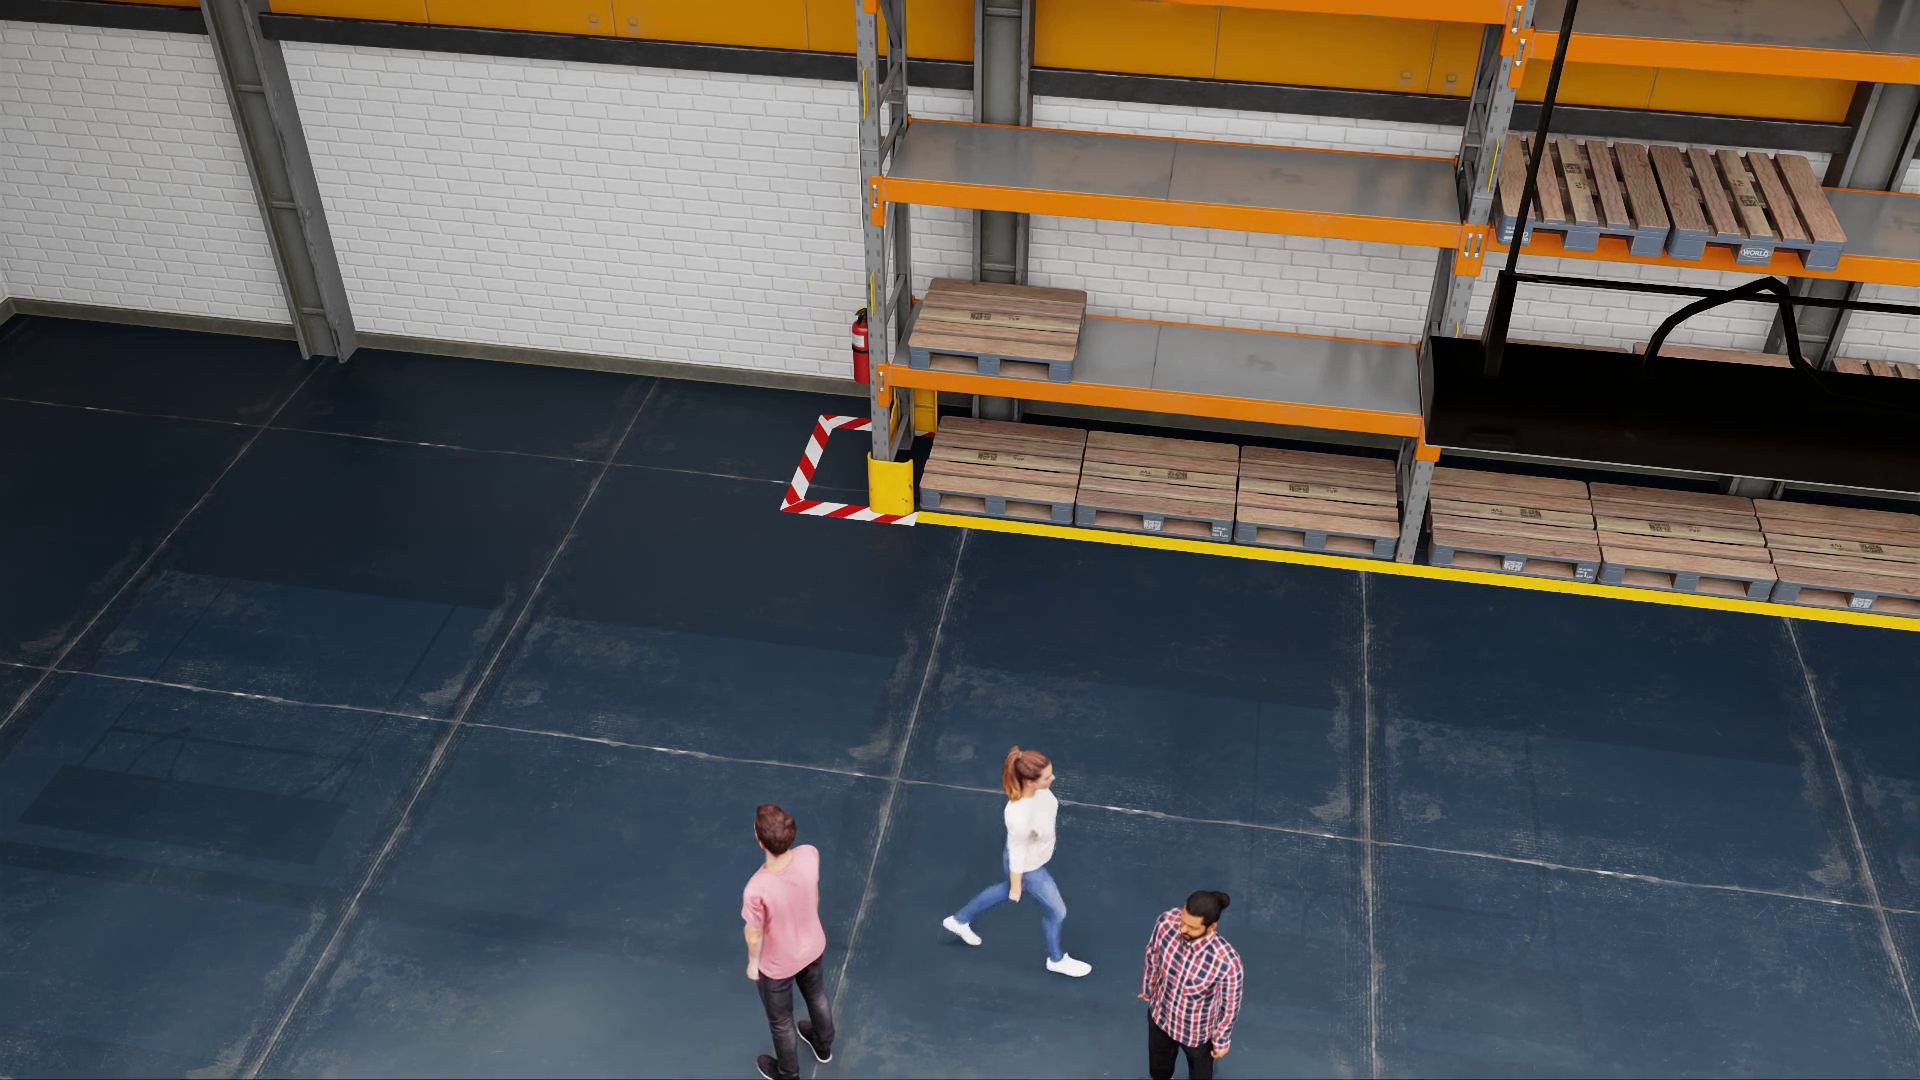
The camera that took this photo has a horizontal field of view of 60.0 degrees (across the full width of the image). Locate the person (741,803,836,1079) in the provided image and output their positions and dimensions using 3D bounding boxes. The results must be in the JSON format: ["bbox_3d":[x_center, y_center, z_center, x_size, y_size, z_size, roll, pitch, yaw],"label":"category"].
[{"bbox_3d":[-0.874,2.089,8.495,0.708,1.957,0.695,29,47,31],"label":"person"}]

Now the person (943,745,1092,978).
[{"bbox_3d":[0.281,1.754,9.134,1.084,1.683,0.614,6,39,8],"label":"person"}]

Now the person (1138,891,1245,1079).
[{"bbox_3d":[1.136,2.356,8.318,0.725,1.761,0.845,30,47,32],"label":"person"}]
